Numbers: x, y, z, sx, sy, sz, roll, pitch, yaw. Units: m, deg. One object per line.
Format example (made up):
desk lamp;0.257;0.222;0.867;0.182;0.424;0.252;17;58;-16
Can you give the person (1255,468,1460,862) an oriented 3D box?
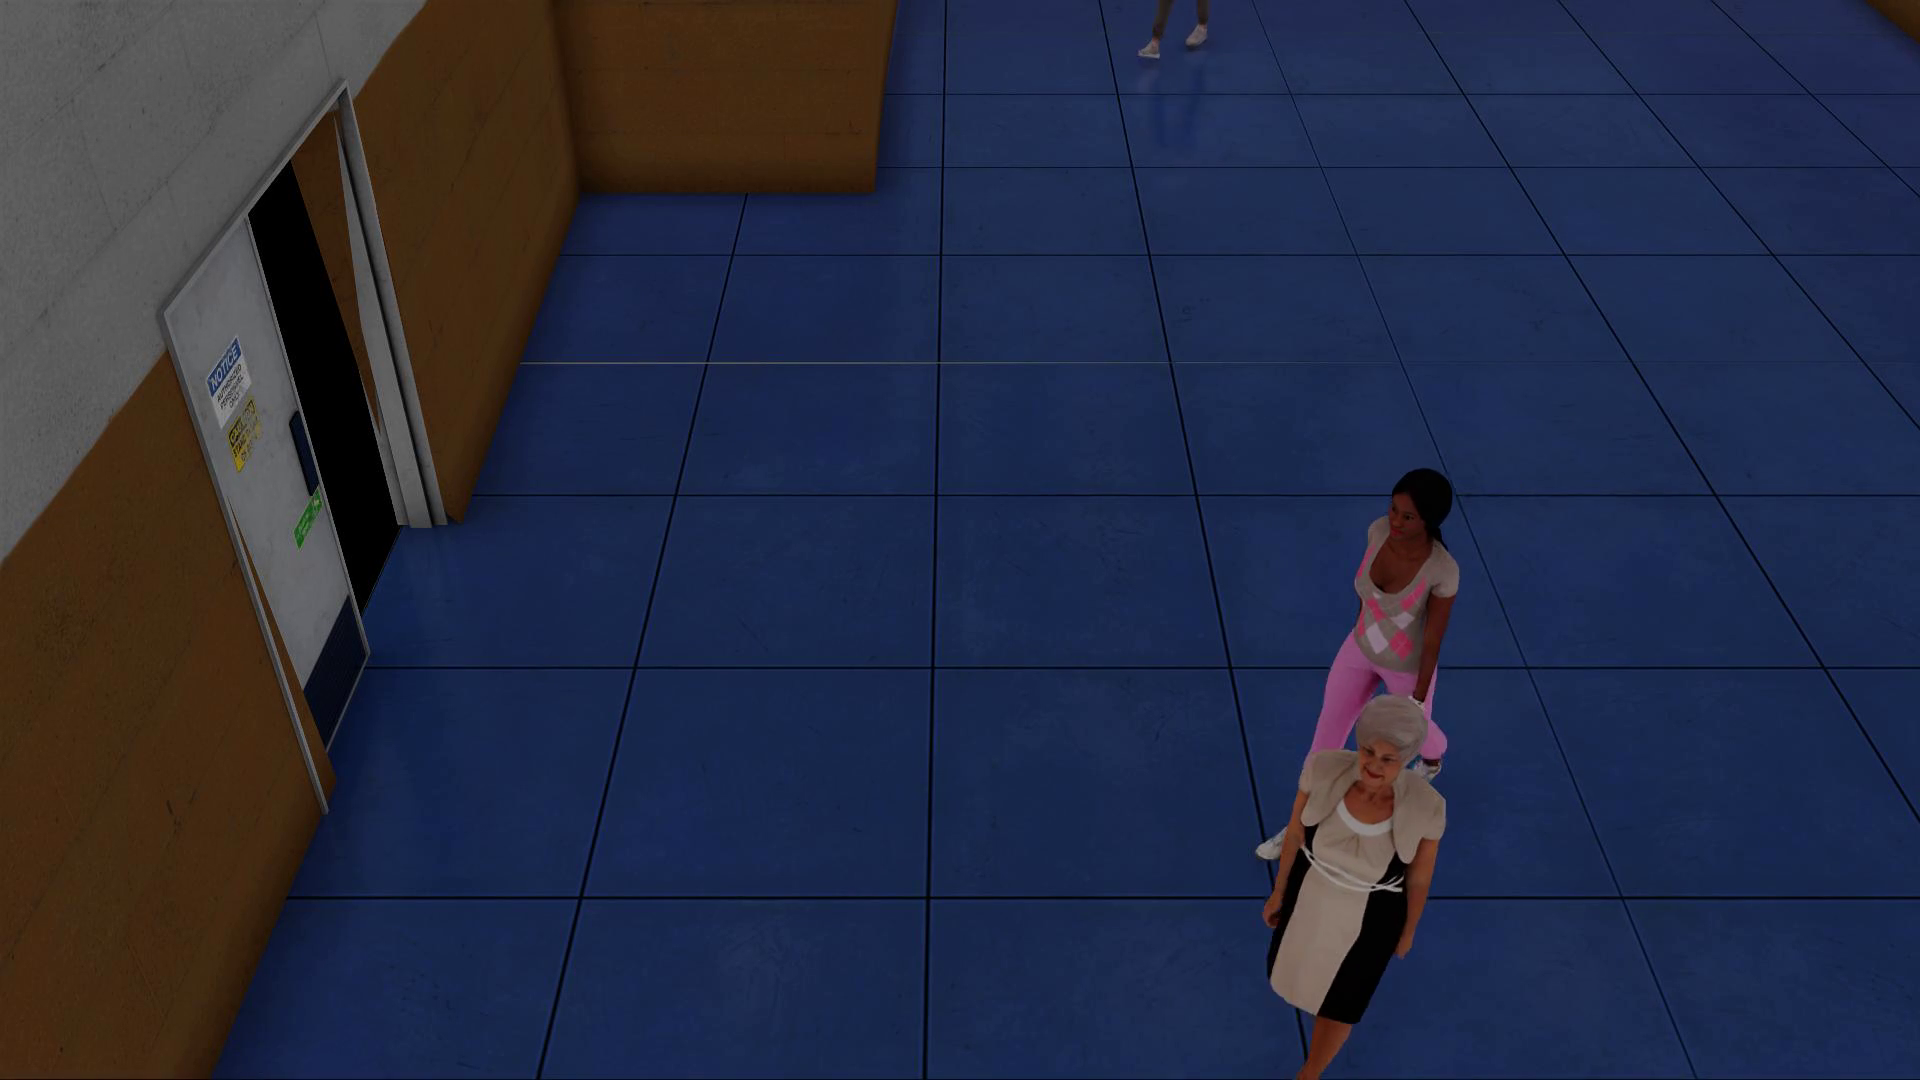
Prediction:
person;1.674;0.451;6.203;1.226;1.689;1.068;-24;43;-28

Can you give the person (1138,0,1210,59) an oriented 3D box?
person;1.828;-4.680;12.951;1.172;1.795;1.149;24;43;28

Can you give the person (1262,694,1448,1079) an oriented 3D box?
person;1.238;1.120;5.271;1.022;1.737;1.006;21;42;26
